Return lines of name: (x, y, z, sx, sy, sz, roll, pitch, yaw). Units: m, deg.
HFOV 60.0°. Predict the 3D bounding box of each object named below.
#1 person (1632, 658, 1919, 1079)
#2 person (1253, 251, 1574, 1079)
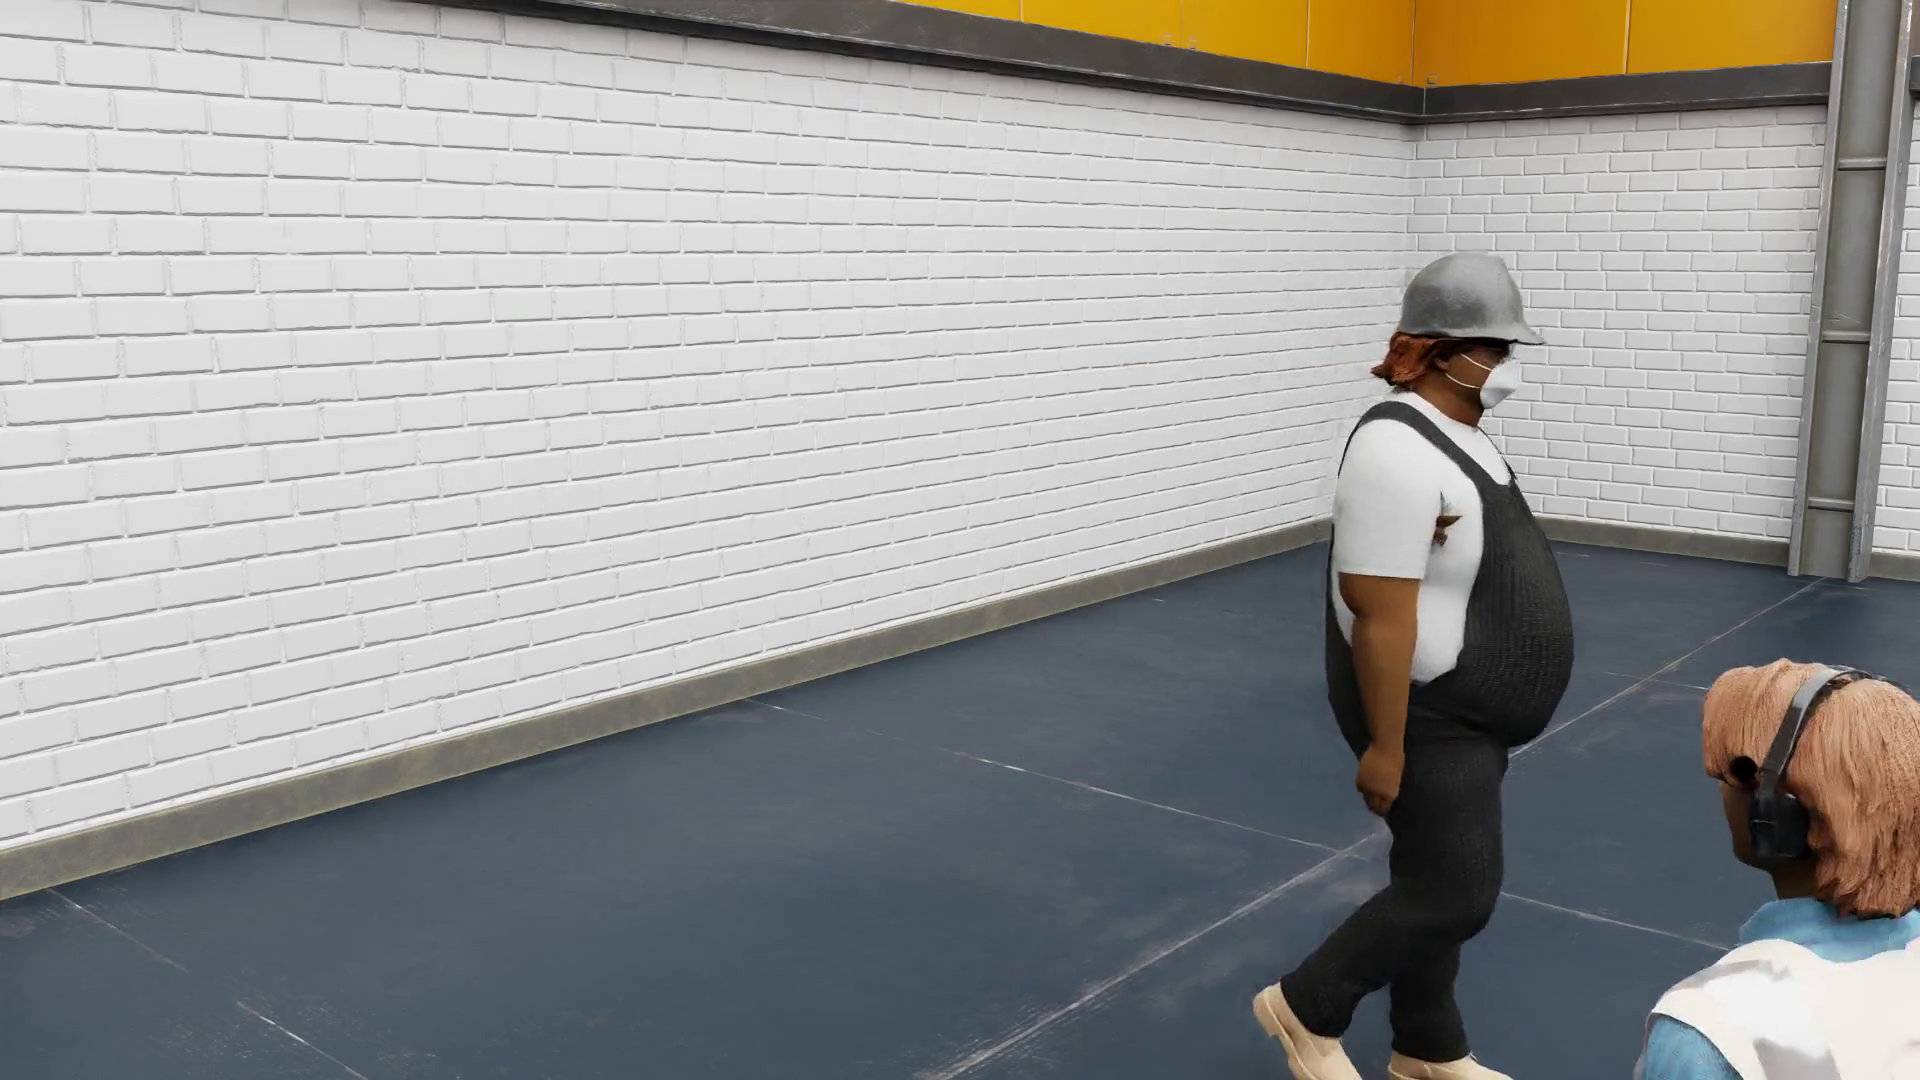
person: (0.891, 0.928, 1.701, 0.521, 1.620, 0.677, -6, 12, -31)
person: (1.097, 0.346, 3.812, 0.572, 2.000, 0.684, 5, 11, 24)
